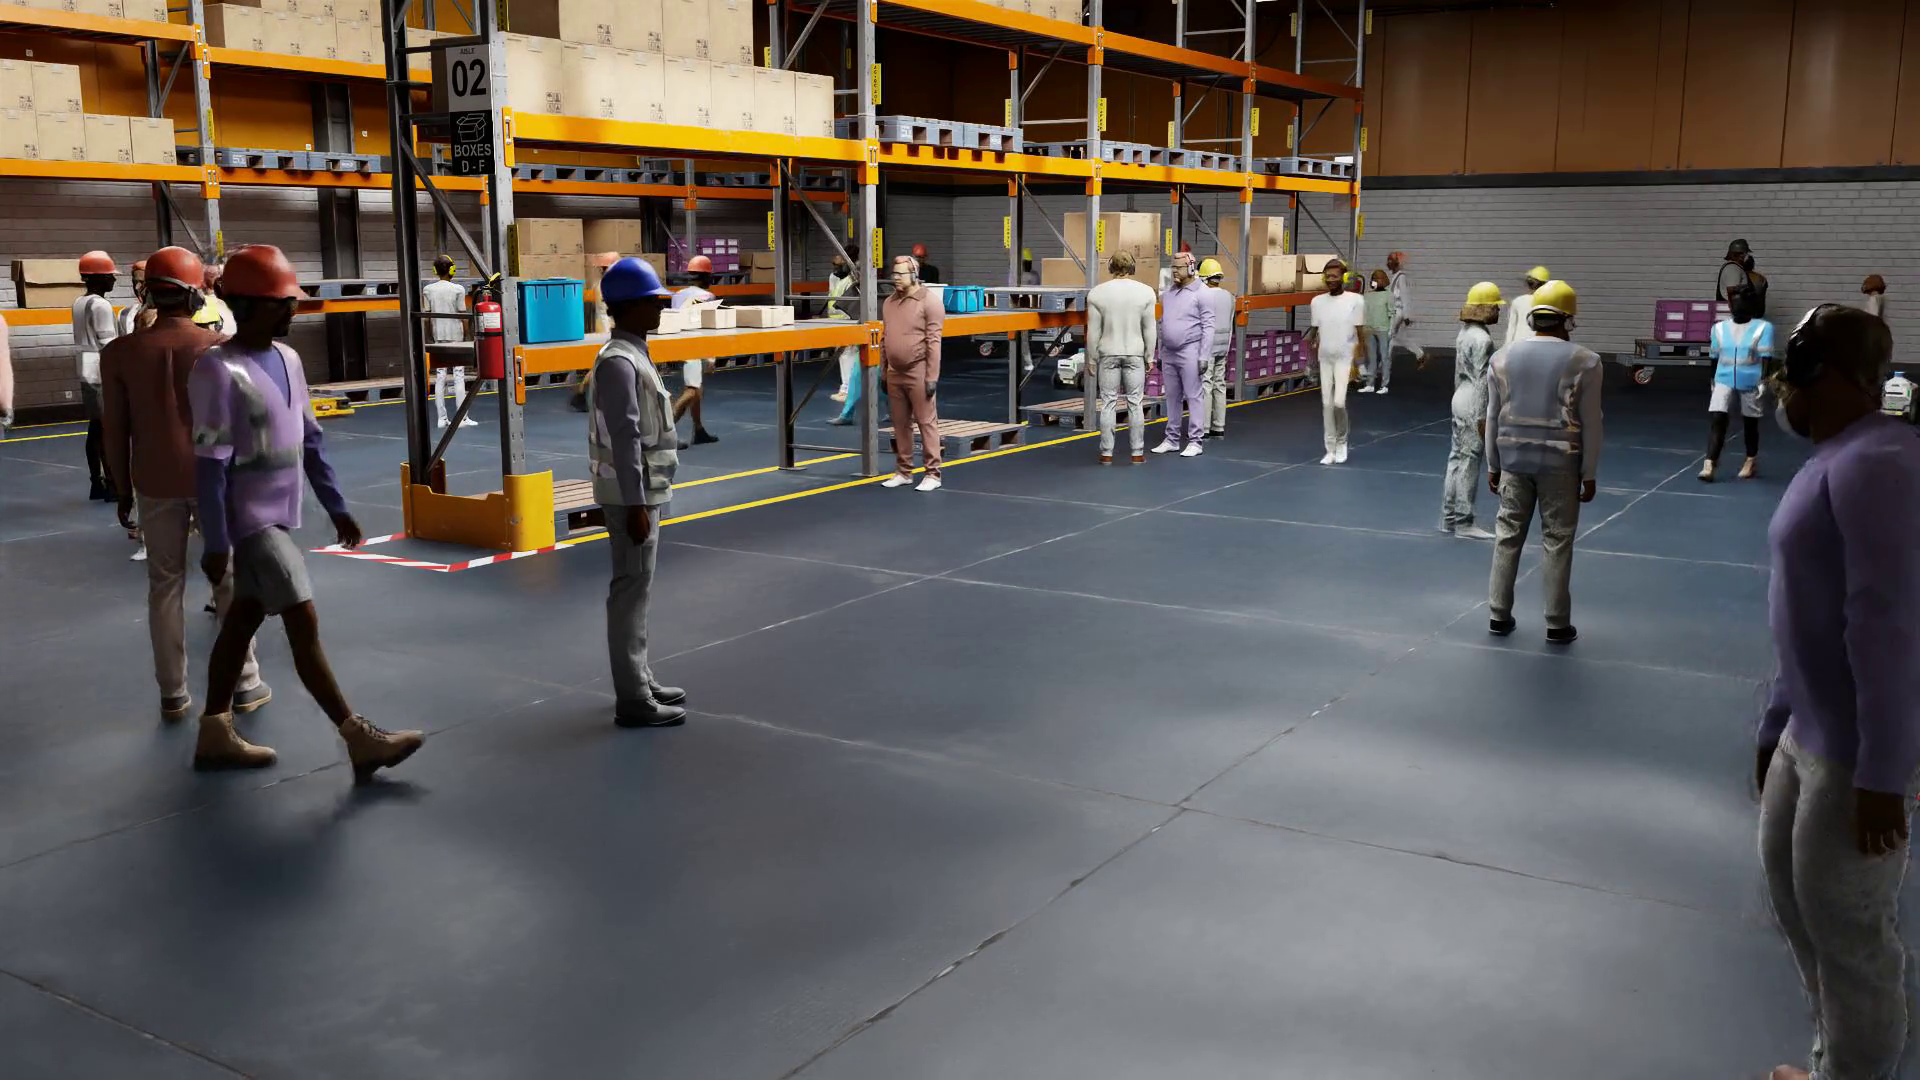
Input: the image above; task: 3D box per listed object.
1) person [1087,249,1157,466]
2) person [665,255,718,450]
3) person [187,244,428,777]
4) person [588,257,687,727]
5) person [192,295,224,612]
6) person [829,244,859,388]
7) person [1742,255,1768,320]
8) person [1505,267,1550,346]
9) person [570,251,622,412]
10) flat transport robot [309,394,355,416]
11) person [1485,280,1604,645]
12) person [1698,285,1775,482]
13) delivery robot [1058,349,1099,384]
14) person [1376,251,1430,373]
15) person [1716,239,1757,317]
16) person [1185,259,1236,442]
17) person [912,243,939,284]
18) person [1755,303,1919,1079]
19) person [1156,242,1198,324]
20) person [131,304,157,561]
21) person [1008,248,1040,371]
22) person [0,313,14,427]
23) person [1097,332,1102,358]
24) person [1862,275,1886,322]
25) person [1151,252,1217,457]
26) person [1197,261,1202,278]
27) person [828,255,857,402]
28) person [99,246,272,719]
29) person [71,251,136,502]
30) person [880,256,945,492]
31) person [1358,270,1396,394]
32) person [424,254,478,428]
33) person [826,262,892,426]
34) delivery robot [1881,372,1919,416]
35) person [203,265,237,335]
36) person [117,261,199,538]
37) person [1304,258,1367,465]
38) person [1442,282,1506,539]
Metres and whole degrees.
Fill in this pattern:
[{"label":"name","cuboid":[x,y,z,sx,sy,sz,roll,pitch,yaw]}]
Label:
[{"label":"person","cuboid":[1.444,-1.625,14.919,0.627,1.940,0.372,1,10,5]},{"label":"person","cuboid":[-2.687,-1.829,16.248,0.564,1.891,0.838,9,14,41]},{"label":"person","cuboid":[-2.502,-0.090,6.243,1.014,1.991,0.635,1,10,3]},{"label":"person","cuboid":[-1.363,-0.201,6.991,0.380,1.951,0.605,-1,10,-7]},{"label":"person","cuboid":[-4.109,-0.460,9.038,0.528,1.731,0.848,-1,10,-3]},{"label":"person","cuboid":[-1.493,-3.068,22.836,0.608,1.966,0.374,2,10,10]},{"label":"person","cuboid":[11.644,-3.338,24.776,0.632,1.814,0.863,2,11,13]},{"label":"person","cuboid":[6.145,-2.036,17.762,0.818,1.728,0.550,-6,12,-31]},{"label":"person","cuboid":[-4.146,-2.425,19.482,0.964,1.899,0.559,1,10,6]},{"label":"flat transport robot","cuboid":[-7.698,-1.571,19.240,1.431,0.197,0.652,8,13,38]},{"label":"person","cuboid":[2.945,-0.391,8.415,0.591,1.823,0.405,8,13,39]},{"label":"person","cuboid":[6.533,-1.306,13.947,0.541,1.649,0.864,8,13,39]},{"label":"delivery robot","cuboid":[1.651,-2.347,22.496,0.477,0.478,0.707,10,14,44]},{"label":"person","cuboid":[6.744,-3.465,25.359,0.865,1.861,0.575,1,10,4]},{"label":"person","cuboid":[11.114,-3.284,23.826,0.536,2.000,0.673,3,11,16]},{"label":"person","cuboid":[2.504,-1.906,16.769,0.596,1.832,0.404,-10,14,-43]},{"label":"person","cuboid":[-0.639,-3.831,27.066,0.618,1.969,0.773,-1,10,-3]},{"label":"person","cuboid":[1.859,0.466,3.496,0.367,1.895,0.743,3,11,18]},{"label":"person","cuboid":[3.067,-3.177,23.357,0.631,2.002,0.611,-5,12,-28]},{"label":"person","cuboid":[-5.104,-0.694,10.603,0.583,1.629,0.335,-3,11,-18]},{"label":"person","cuboid":[0.978,-3.604,25.998,0.603,1.903,0.789,-7,12,-33]},{"label":"person","cuboid":[-6.823,-0.956,11.374,0.657,1.884,0.752,-8,13,-38]},{"label":"person","cuboid":[2.250,-3.406,25.620,0.312,1.636,0.520,0,10,0]},{"label":"person","cuboid":[11.182,-2.440,20.392,0.345,1.594,0.690,6,12,31]},{"label":"person","cuboid":[2.084,-1.739,15.638,0.409,1.907,0.651,-8,13,-39]},{"label":"person","cuboid":[3.997,-3.759,27.408,0.536,1.696,0.321,3,11,18]},{"label":"person","cuboid":[-1.447,-2.658,20.944,0.430,1.837,0.627,-3,11,-17]},{"label":"person","cuboid":[-3.276,-0.237,7.071,0.614,1.993,0.395,-2,11,-13]},{"label":"person","cuboid":[-6.647,-1.265,12.925,0.542,1.939,0.371,9,14,42]},{"label":"person","cuboid":[-0.419,-1.344,13.491,0.635,1.899,0.397,9,13,40]},{"label":"person","cuboid":[5.529,-2.749,21.990,0.279,1.632,0.502,-7,12,-35]},{"label":"person","cuboid":[-5.519,-2.146,17.985,0.513,1.876,0.328,2,10,9]},{"label":"person","cuboid":[-1.018,-2.154,18.273,0.964,1.798,0.574,-5,11,-24]},{"label":"delivery robot","cuboid":[10.445,-1.631,18.527,0.477,0.478,0.707,7,12,35]},{"label":"person","cuboid":[-5.470,-1.040,11.941,0.684,1.859,0.979,7,13,36]},{"label":"person","cuboid":[-5.445,-0.944,11.300,0.573,1.883,0.354,1,10,6]},{"label":"person","cuboid":[3.362,-1.589,14.941,0.561,1.855,0.396,7,12,33]},{"label":"person","cuboid":[3.514,-0.881,11.336,0.317,1.742,0.492,0,10,0]}]
